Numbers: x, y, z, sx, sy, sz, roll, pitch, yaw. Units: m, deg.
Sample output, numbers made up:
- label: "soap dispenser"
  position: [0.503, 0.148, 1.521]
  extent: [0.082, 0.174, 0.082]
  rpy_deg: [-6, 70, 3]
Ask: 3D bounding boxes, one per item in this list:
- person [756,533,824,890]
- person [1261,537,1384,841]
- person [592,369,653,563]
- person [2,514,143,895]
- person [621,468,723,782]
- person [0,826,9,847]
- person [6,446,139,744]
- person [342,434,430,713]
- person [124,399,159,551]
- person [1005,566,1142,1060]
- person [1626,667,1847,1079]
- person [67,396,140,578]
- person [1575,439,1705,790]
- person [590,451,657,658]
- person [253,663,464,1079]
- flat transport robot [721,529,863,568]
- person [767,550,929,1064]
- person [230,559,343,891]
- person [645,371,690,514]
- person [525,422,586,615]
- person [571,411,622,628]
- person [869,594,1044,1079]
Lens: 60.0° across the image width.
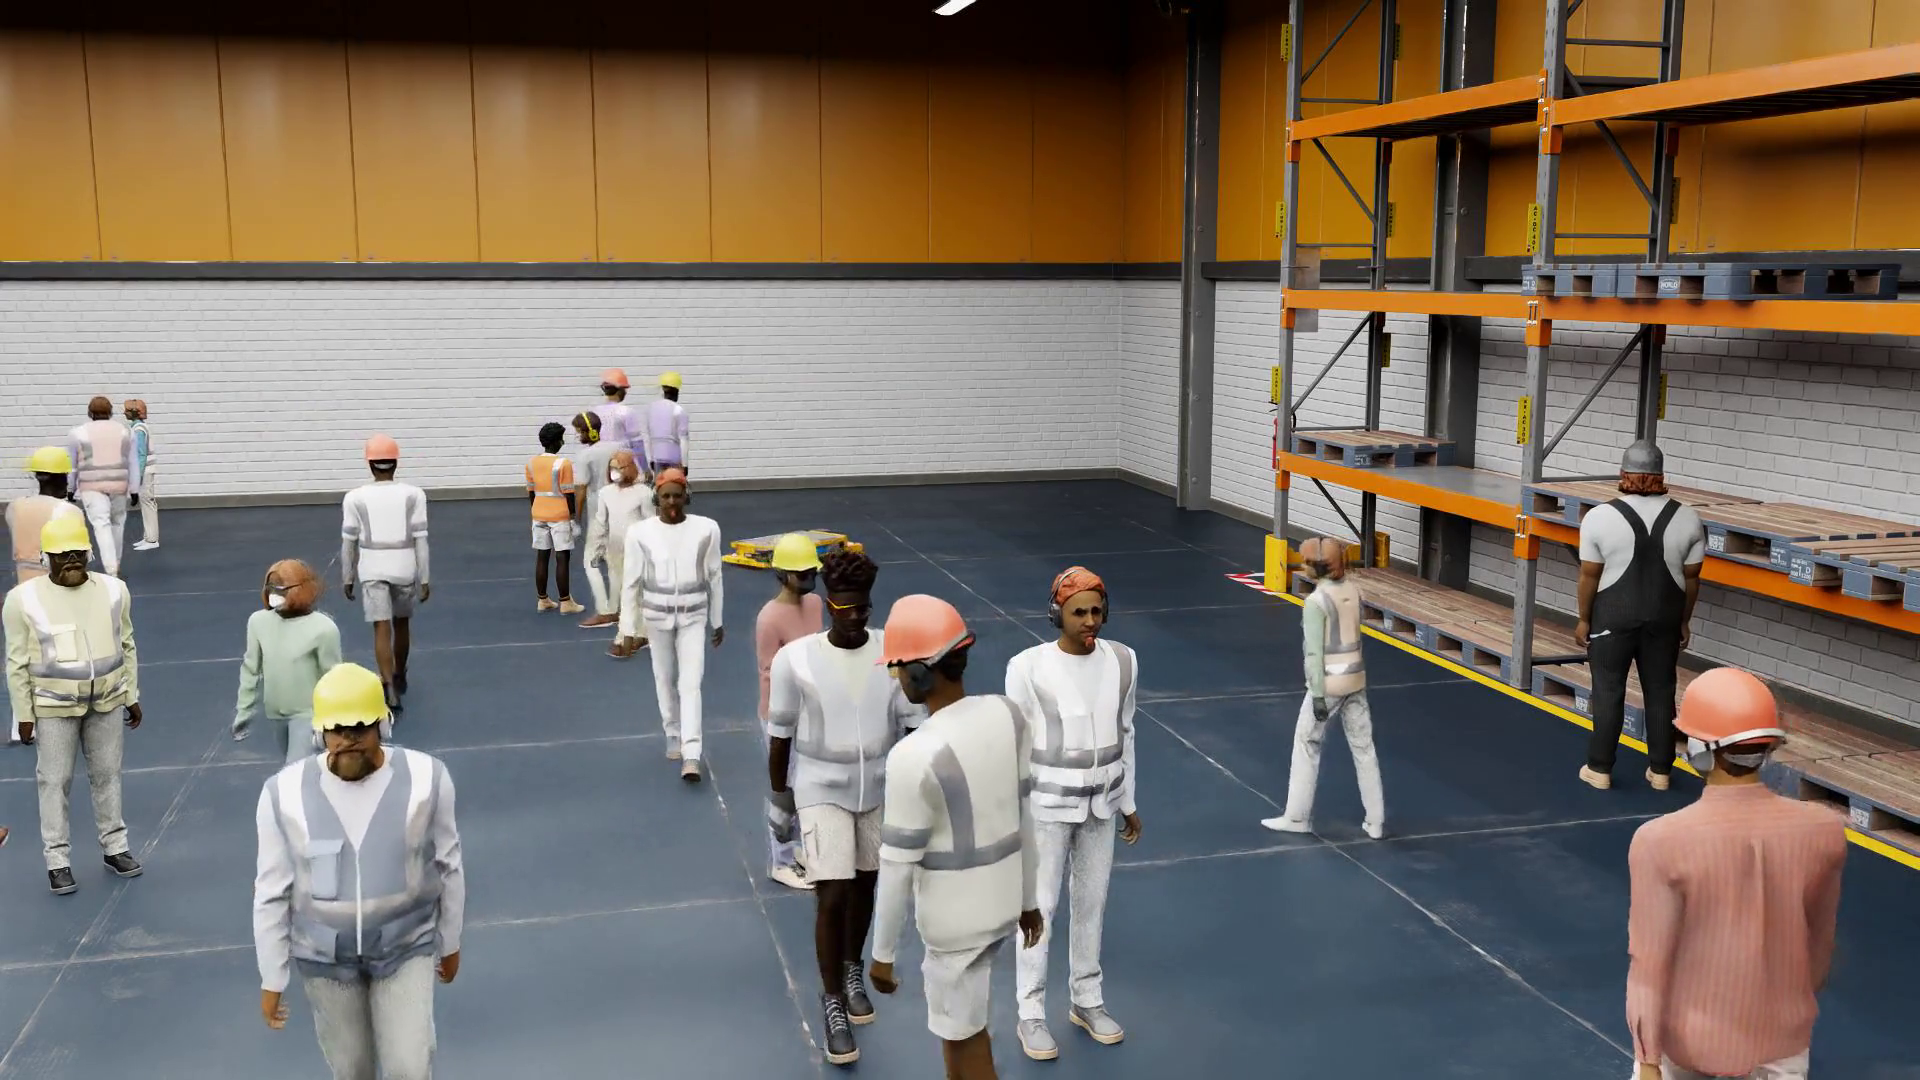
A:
- label: "person"
  position: [-0.775, 0.832, 8.028]
  extent: [0.371, 1.750, 0.543]
  rpy_deg: [5, 10, 29]
- label: "person"
  position: [1.980, 0.787, 8.782]
  extent: [0.591, 1.602, 0.539]
  rpy_deg: [9, 13, 44]
- label: "person"
  position: [-3.564, -0.774, 17.313]
  extent: [0.612, 2.004, 1.006]
  rpy_deg: [7, 12, 39]
- label: "person"
  position: [-4.288, 0.781, 8.093]
  extent: [0.404, 1.833, 0.590]
  rpy_deg: [8, 12, 41]
- label: "person"
  position: [-1.709, 0.493, 9.910]
  extent: [0.602, 1.826, 1.000]
  rpy_deg: [-2, 9, -10]
- label: "person"
  position: [-5.160, 0.805, 8.021]
  extent: [0.548, 1.811, 0.927]
  rpy_deg: [4, 10, 24]
- label: "person"
  position: [-5.838, 0.328, 10.791]
  extent: [0.597, 1.875, 0.976]
  rpy_deg: [2, 9, 11]
- label: "person"
  position: [-3.942, 0.219, 11.443]
  extent: [0.563, 1.893, 0.998]
  rpy_deg: [-4, 10, -21]
- label: "person"
  position: [-8.853, -0.709, 17.989]
  extent: [0.311, 1.642, 0.512]
  rpy_deg: [-4, 10, -24]
- label: "person"
  position: [0.432, 1.032, 6.376]
  extent: [0.584, 1.879, 0.337]
  rpy_deg: [-5, 10, -27]
- label: "person"
  position: [2.077, 1.310, 4.465]
  extent: [0.613, 1.950, 1.029]
  rpy_deg: [0, 9, 0]
- label: "person"
  position: [-8.374, -0.507, 16.279]
  extent: [0.625, 1.798, 0.972]
  rpy_deg: [-8, 12, -41]
- label: "person"
  position: [3.893, 0.428, 9.650]
  extent: [0.684, 2.000, 0.536]
  rpy_deg: [1, 9, 6]
- label: "person"
  position: [-2.654, 0.118, 12.930]
  extent: [0.530, 1.596, 0.781]
  rpy_deg: [4, 10, 26]
- label: "person"
  position: [-1.831, 1.271, 5.086]
  extent: [0.609, 1.811, 0.545]
  rpy_deg: [-2, 9, -15]
- label: "flat transport robot"
  position: [-1.740, 0.079, 17.336]
  extent: [0.652, 0.197, 1.431]
  rpy_deg: [7, 12, 39]
- label: "person"
  position: [-0.390, 0.999, 6.393]
  extent: [0.633, 1.932, 0.787]
  rpy_deg: [-4, 10, -22]
- label: "person"
  position: [-3.284, 0.863, 8.314]
  extent: [0.511, 1.598, 0.832]
  rpy_deg: [3, 10, 18]
- label: "person"
  position: [-3.270, -0.928, 18.522]
  extent: [0.591, 1.905, 0.792]
  rpy_deg: [3, 10, 21]
- label: "person"
  position: [-3.555, -0.186, 14.567]
  extent: [0.532, 1.693, 0.319]
  rpy_deg: [5, 11, 30]
- label: "person"
  position: [-3.006, -0.171, 14.053]
  extent: [0.382, 1.836, 0.627]
  rpy_deg: [7, 12, 38]
- label: "person"
  position: [-0.068, 1.156, 5.205]
  extent: [0.753, 2.006, 0.639]
  rpy_deg: [7, 11, 35]
